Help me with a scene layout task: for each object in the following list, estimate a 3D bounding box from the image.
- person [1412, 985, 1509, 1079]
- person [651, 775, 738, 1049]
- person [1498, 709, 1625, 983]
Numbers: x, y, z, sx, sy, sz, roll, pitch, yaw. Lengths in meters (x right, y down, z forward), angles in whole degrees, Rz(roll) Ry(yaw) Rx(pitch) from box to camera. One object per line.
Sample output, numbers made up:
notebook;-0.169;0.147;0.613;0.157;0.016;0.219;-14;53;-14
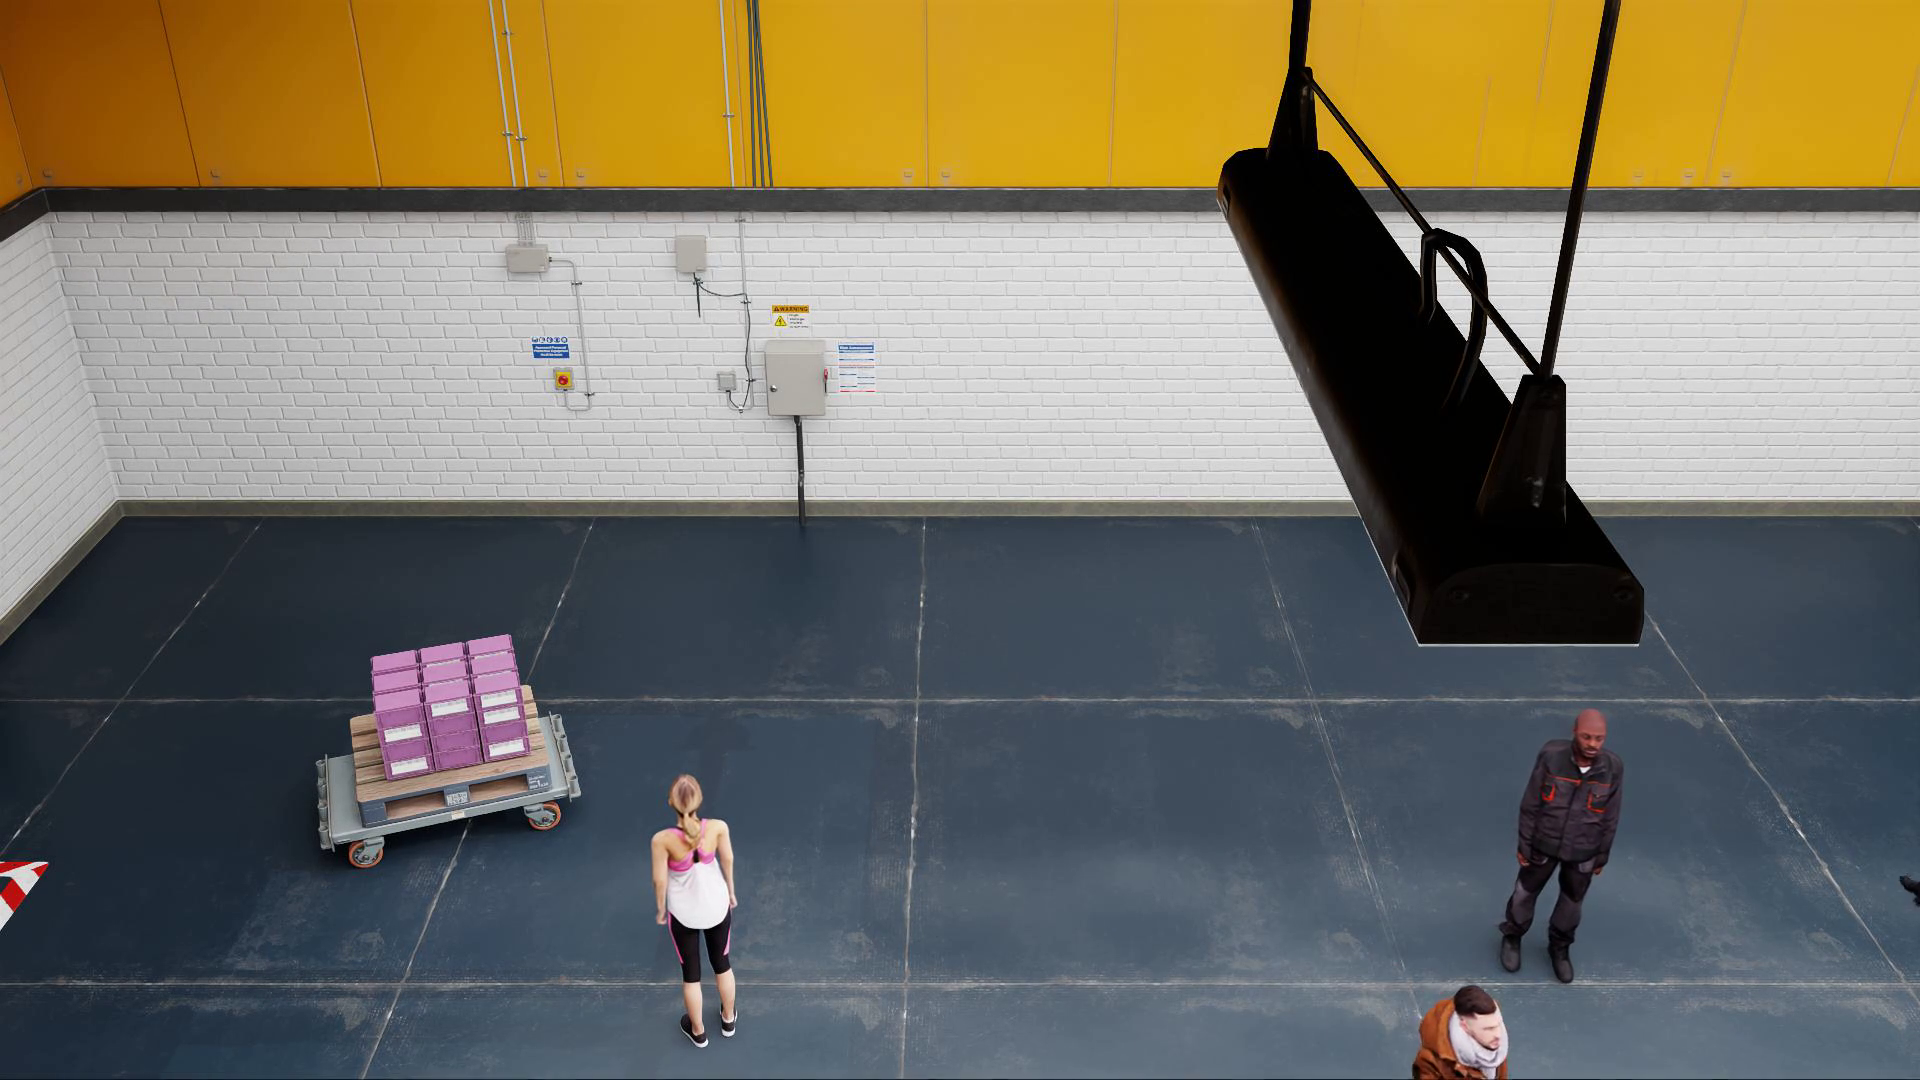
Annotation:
person;2.217;2.744;7.809;0.911;1.818;0.968;-22;36;-35
person;-1.435;2.039;9.133;0.675;1.788;0.657;-12;31;-21
person;3.507;1.729;9.670;0.748;1.818;0.680;7;29;13
